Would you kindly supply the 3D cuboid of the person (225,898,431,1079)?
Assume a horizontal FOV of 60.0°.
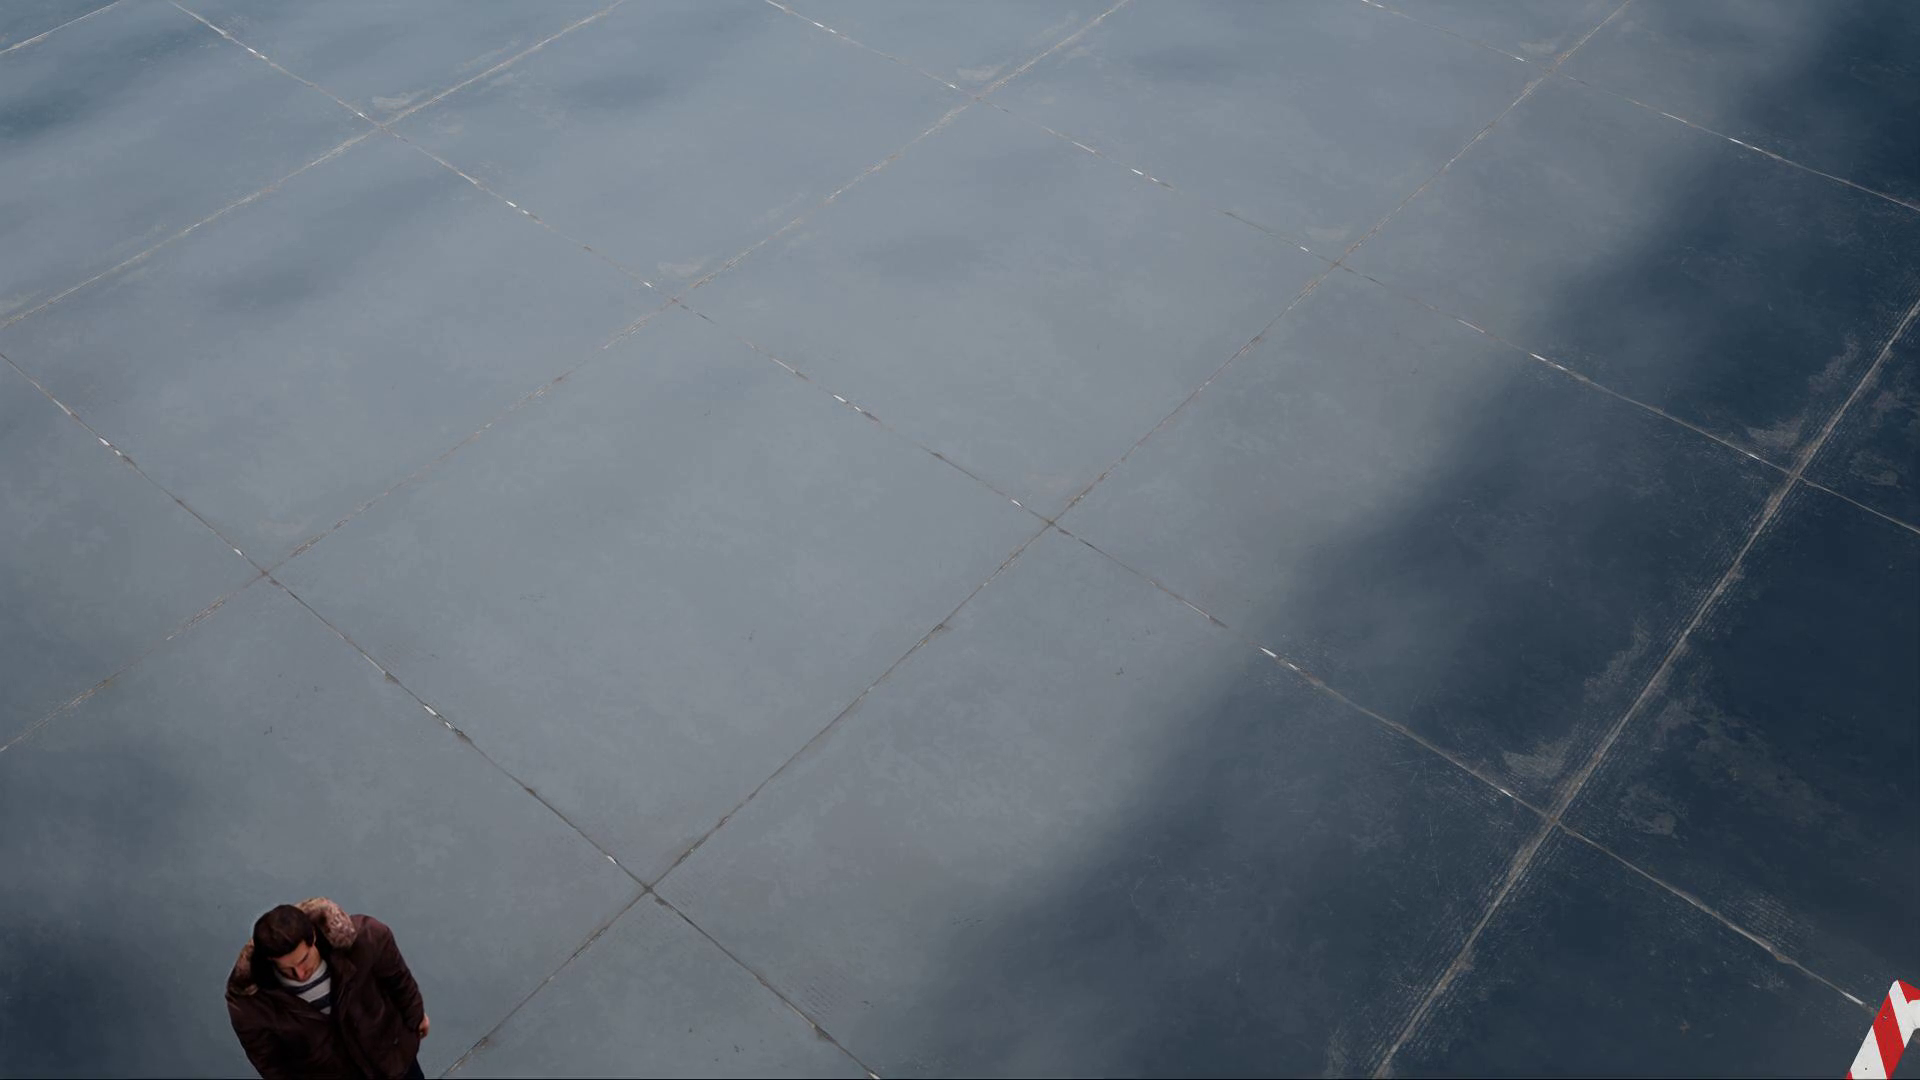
[{"bbox_3d":[-2.234,1.853,6.094,0.814,1.846,0.750,-30,54,-25],"label":"person"}]
